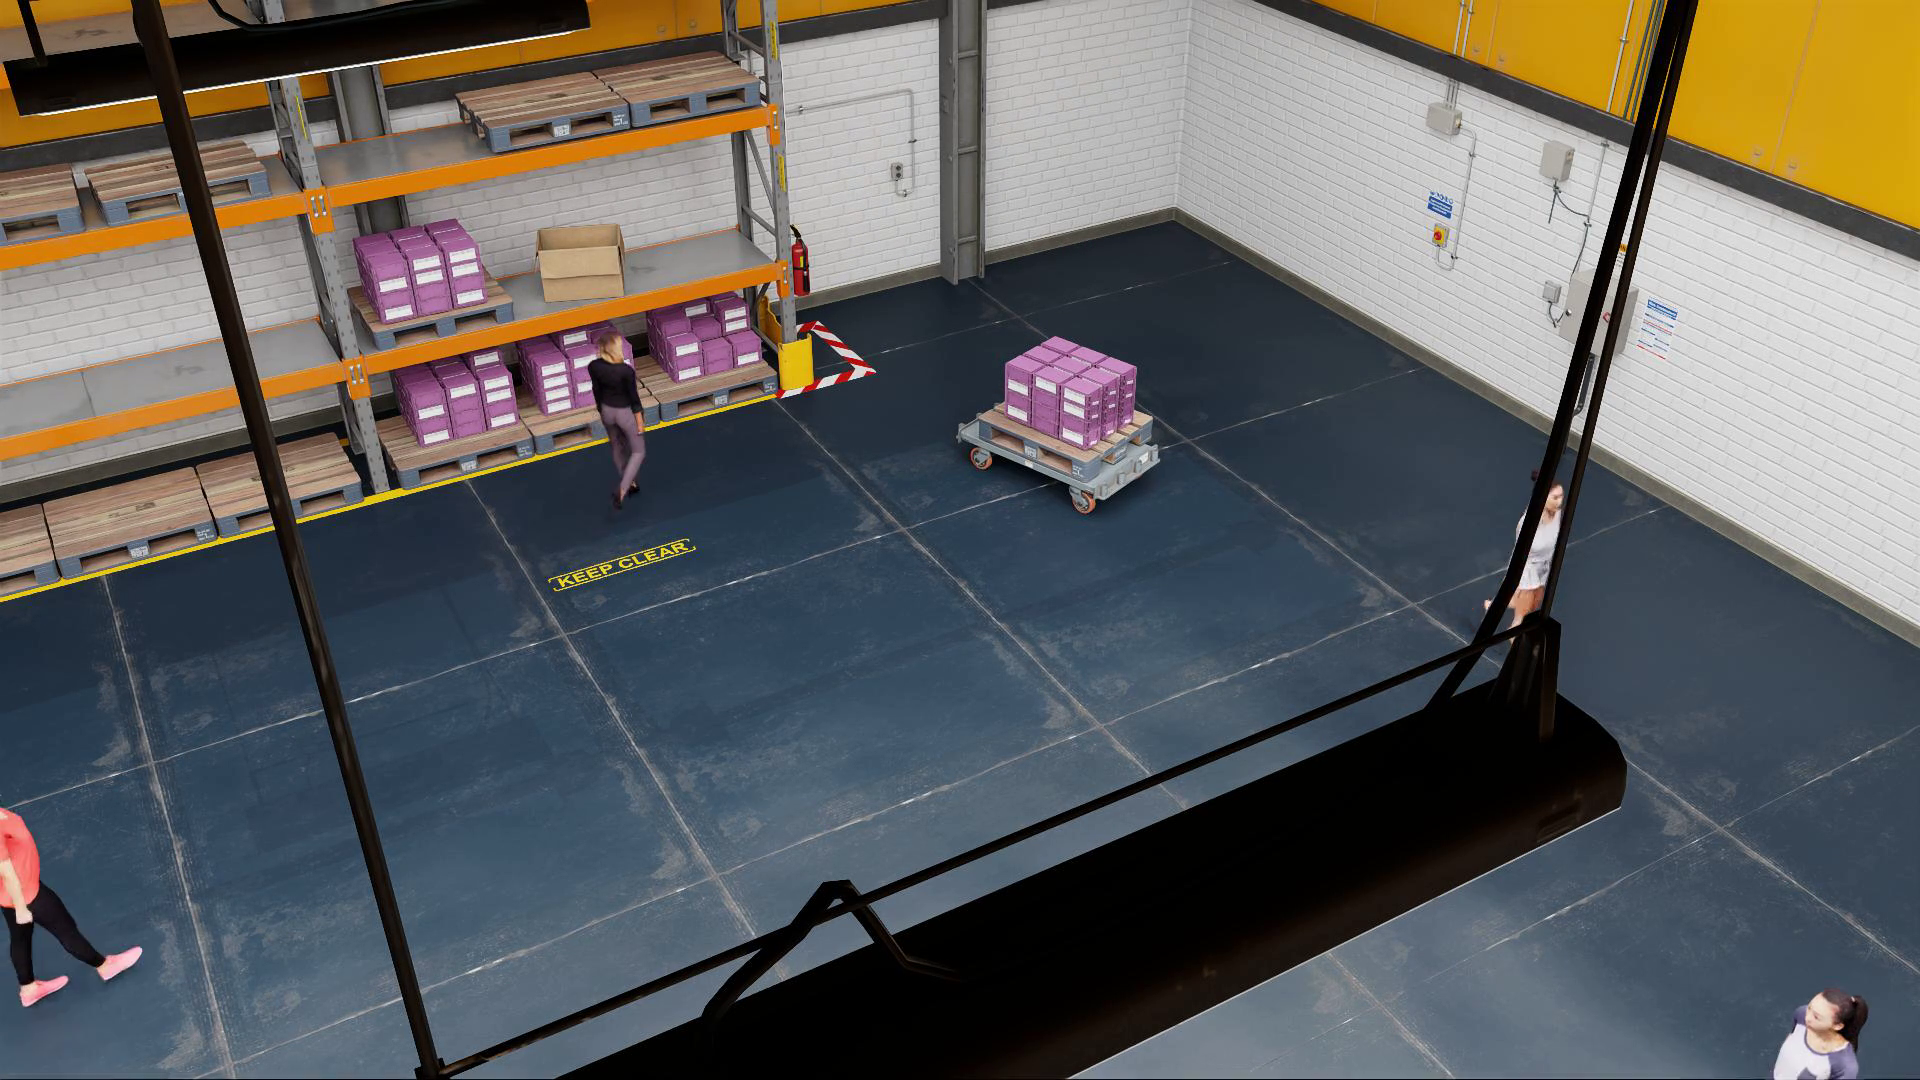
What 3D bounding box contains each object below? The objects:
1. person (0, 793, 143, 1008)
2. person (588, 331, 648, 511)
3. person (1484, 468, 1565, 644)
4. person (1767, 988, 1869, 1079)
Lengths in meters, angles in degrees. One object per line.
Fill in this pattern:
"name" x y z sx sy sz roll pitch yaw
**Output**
"person" -5.448 2.029 9.471 0.957 1.675 0.743 -26 42 -33
"person" -2.881 -0.973 14.002 0.868 1.658 0.939 10 35 15
"person" 4.168 0.190 12.311 0.784 1.594 0.654 -20 38 -27
"person" 4.251 2.834 8.316 1.068 1.612 0.804 -7 34 -10
